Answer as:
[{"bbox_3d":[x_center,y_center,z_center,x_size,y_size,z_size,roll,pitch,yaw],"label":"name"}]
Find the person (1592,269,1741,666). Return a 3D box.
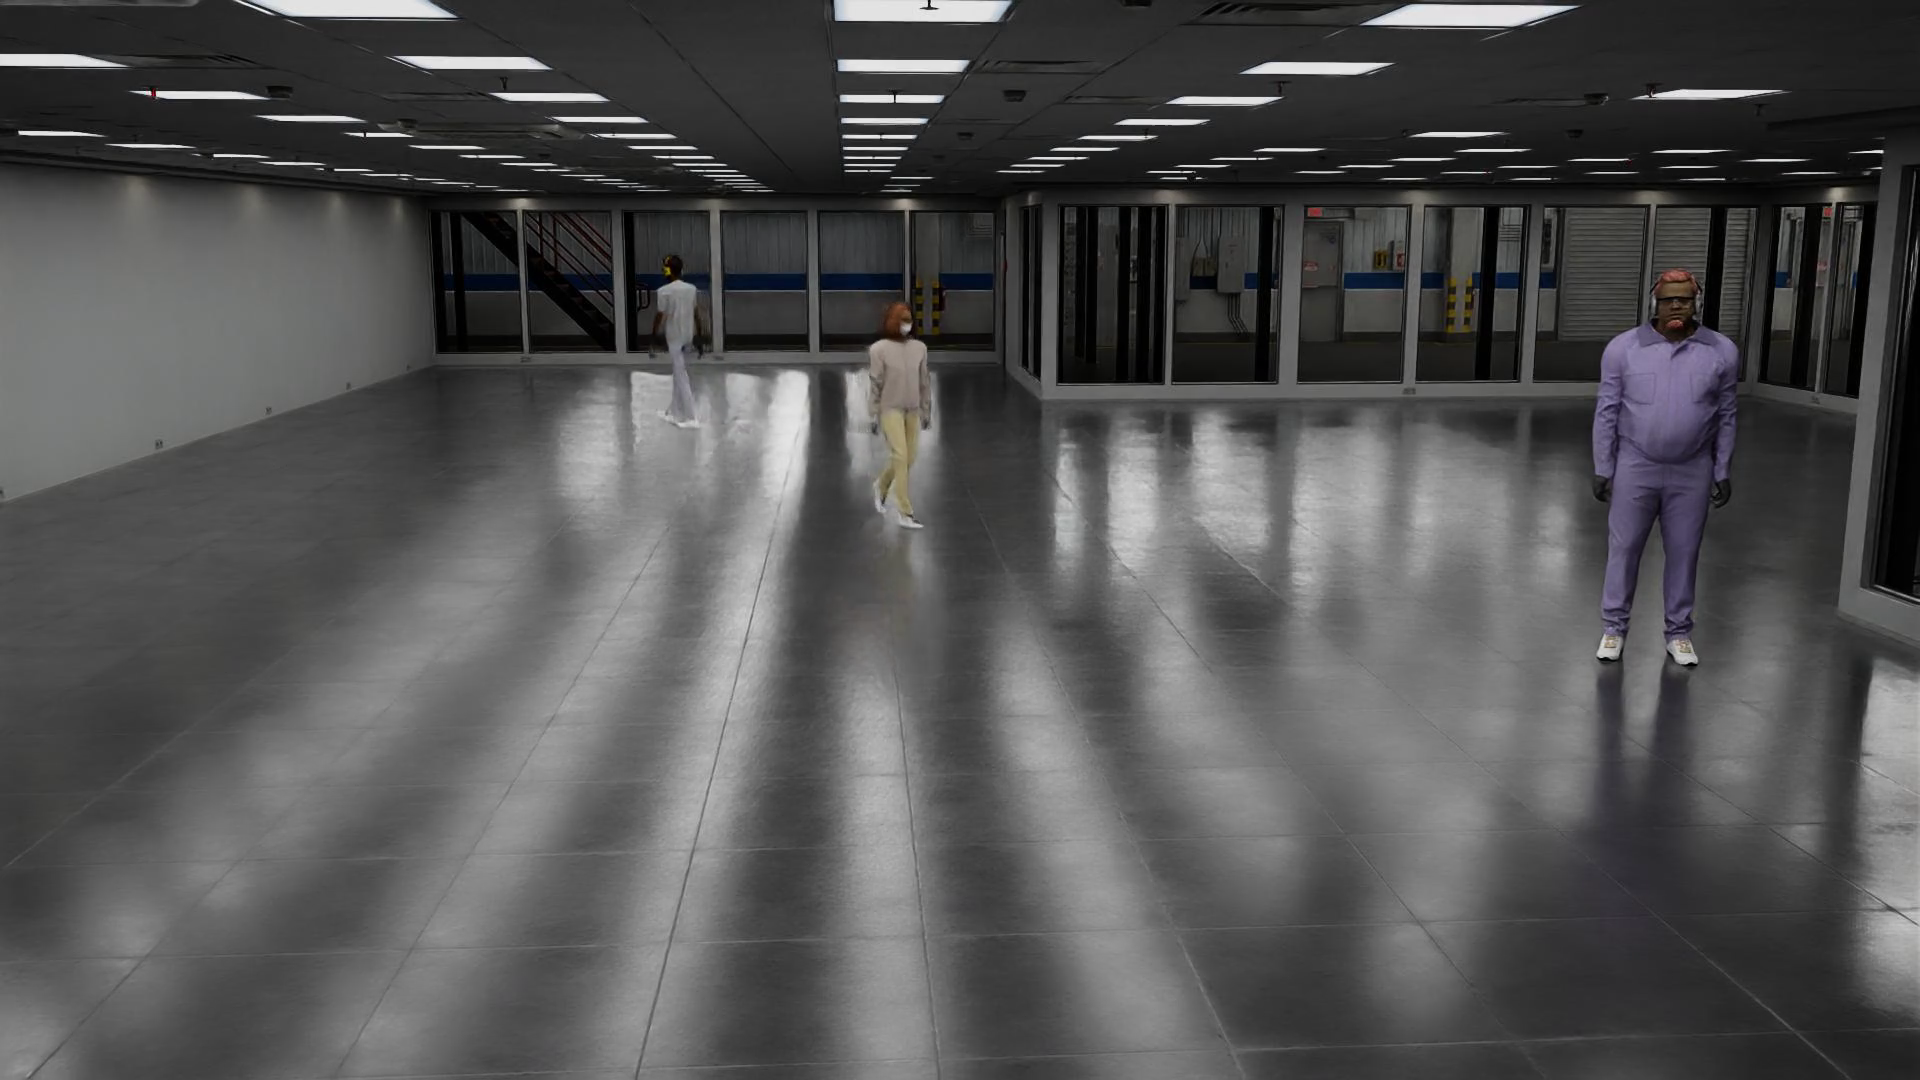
[{"bbox_3d":[3.395,-0.343,8.036,0.651,1.907,0.409,3,11,15],"label":"person"}]

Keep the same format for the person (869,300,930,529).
[{"bbox_3d":[-0.462,-0.907,11.881,0.503,1.614,0.673,-8,13,-37],"label":"person"}]

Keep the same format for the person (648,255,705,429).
[{"bbox_3d":[-3.097,-2.114,17.786,0.902,1.828,0.568,9,14,40],"label":"person"}]
